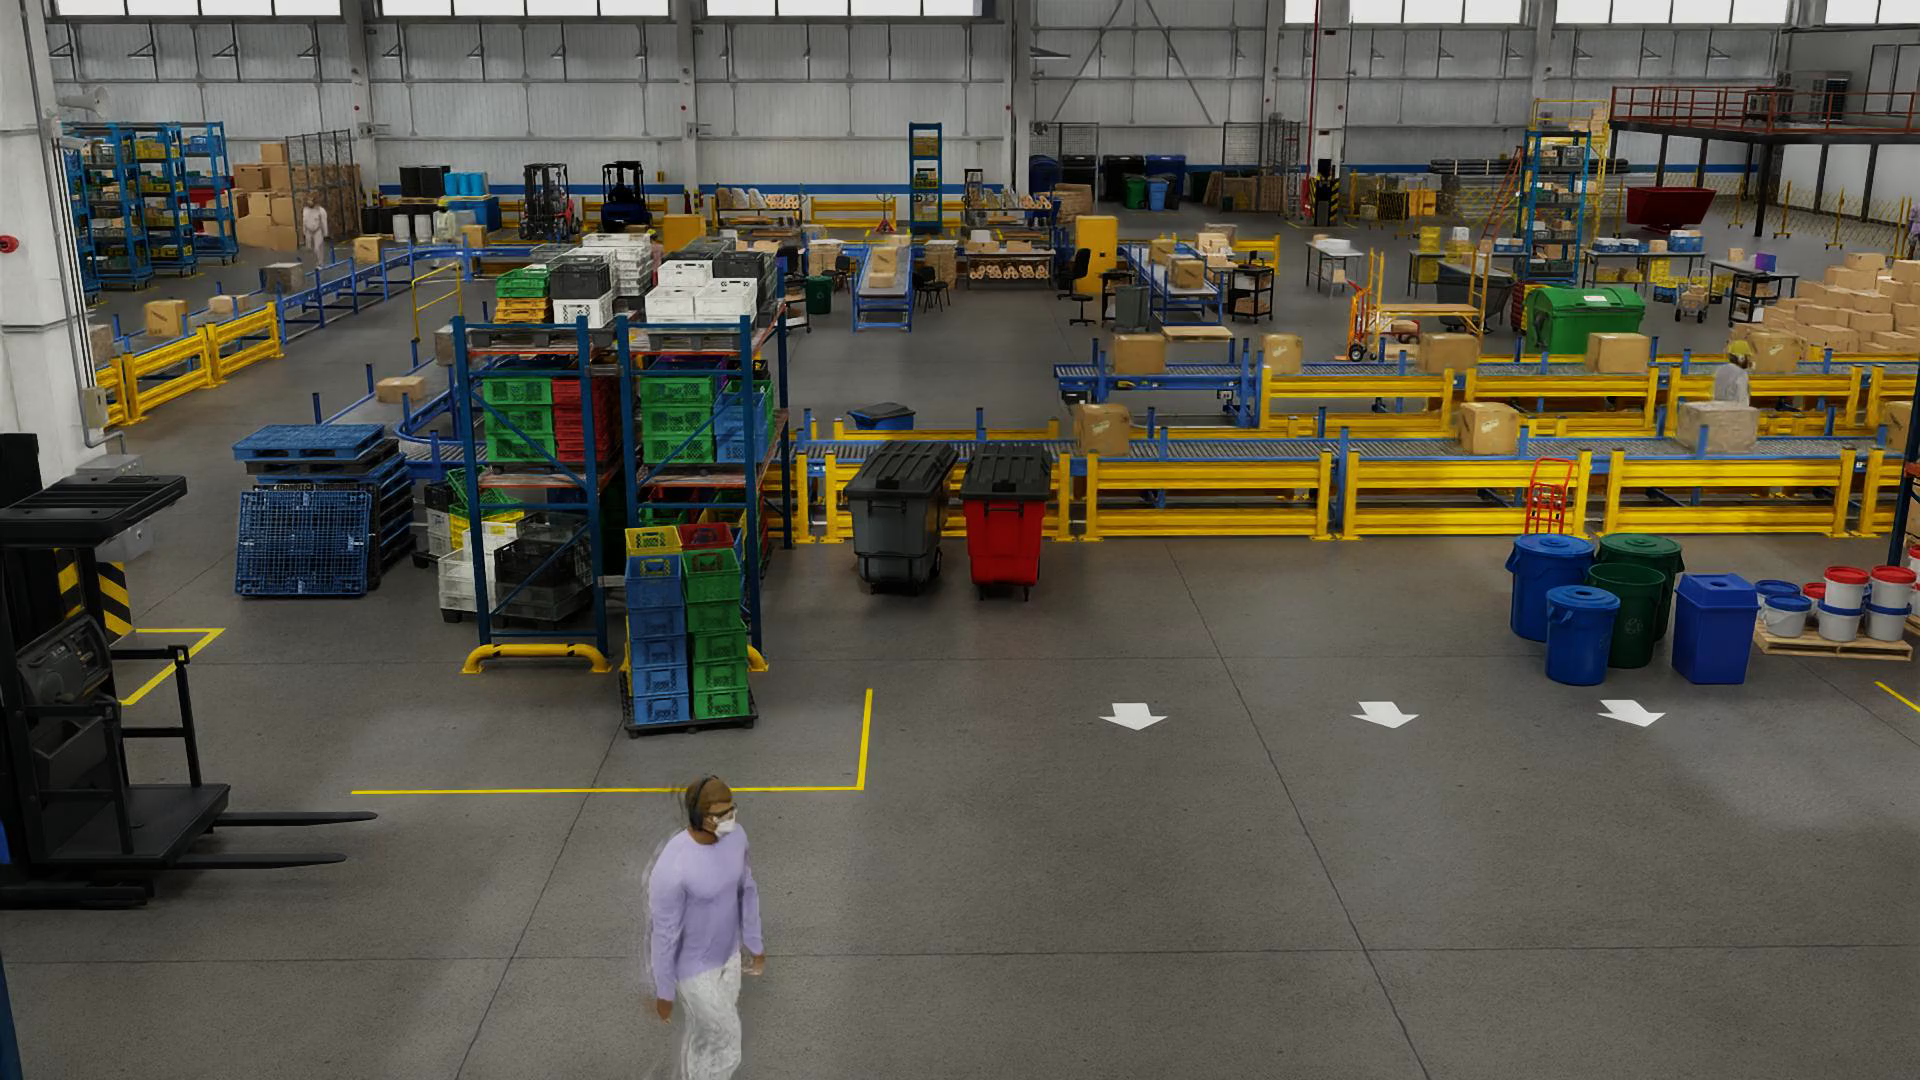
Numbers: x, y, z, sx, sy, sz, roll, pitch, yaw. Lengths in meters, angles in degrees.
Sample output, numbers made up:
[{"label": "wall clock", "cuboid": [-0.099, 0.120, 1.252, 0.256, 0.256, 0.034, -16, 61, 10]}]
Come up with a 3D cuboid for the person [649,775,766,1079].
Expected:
[{"label": "person", "cuboid": [-1.125, 2.005, 7.811, 0.546, 1.921, 0.661, 7, 18, 24]}]

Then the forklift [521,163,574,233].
[{"label": "forklift", "cuboid": [-12.233, -10.122, 49.298, 1.157, 1.987, 2.680, 0, 16, -1]}]

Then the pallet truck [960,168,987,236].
[{"label": "pallet truck", "cuboid": [0.383, -10.230, 50.206, 0.823, 1.965, 1.885, -1, 16, -3]}]

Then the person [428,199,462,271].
[{"label": "person", "cuboid": [-12.783, -7.529, 41.189, 0.623, 1.781, 0.912, 12, 20, 35]}]

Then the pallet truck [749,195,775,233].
[{"label": "pallet truck", "cuboid": [-6.051, -9.967, 50.660, 0.680, 1.201, 1.601, 0, 16, -1]}]

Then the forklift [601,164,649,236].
[{"label": "forklift", "cuboid": [-9.948, -10.127, 49.296, 1.157, 1.987, 2.680, -1, 16, -3]}]

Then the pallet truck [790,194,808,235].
[{"label": "pallet truck", "cuboid": [-4.814, -9.883, 50.259, 0.704, 1.261, 1.522, -1, 16, -3]}]

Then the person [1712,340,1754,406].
[{"label": "person", "cuboid": [9.360, -1.546, 20.357, 0.674, 1.810, 0.595, 0, 16, -2]}]

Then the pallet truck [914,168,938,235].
[{"label": "pallet truck", "cuboid": [-0.989, -10.316, 50.507, 0.823, 1.965, 1.885, 1, 16, 3]}]

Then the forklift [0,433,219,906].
[{"label": "forklift", "cuboid": [-5.952, 0.780, 10.366, 1.873, 2.768, 1.129, 0, 16, -1]}]

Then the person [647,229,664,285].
[{"label": "person", "cuboid": [-6.291, -5.517, 34.248, 0.318, 1.764, 0.522, 11, 20, 34]}]

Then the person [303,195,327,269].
[{"label": "person", "cuboid": [-16.016, -7.613, 41.285, 0.666, 1.895, 0.427, 4, 17, 15]}]

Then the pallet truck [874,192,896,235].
[{"label": "pallet truck", "cuboid": [-2.277, -9.986, 50.594, 0.653, 1.274, 1.630, 0, 16, -1]}]

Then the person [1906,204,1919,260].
[{"label": "person", "cuboid": [23.738, -7.629, 41.113, 0.606, 2.038, 0.393, 6, 17, 19]}]
